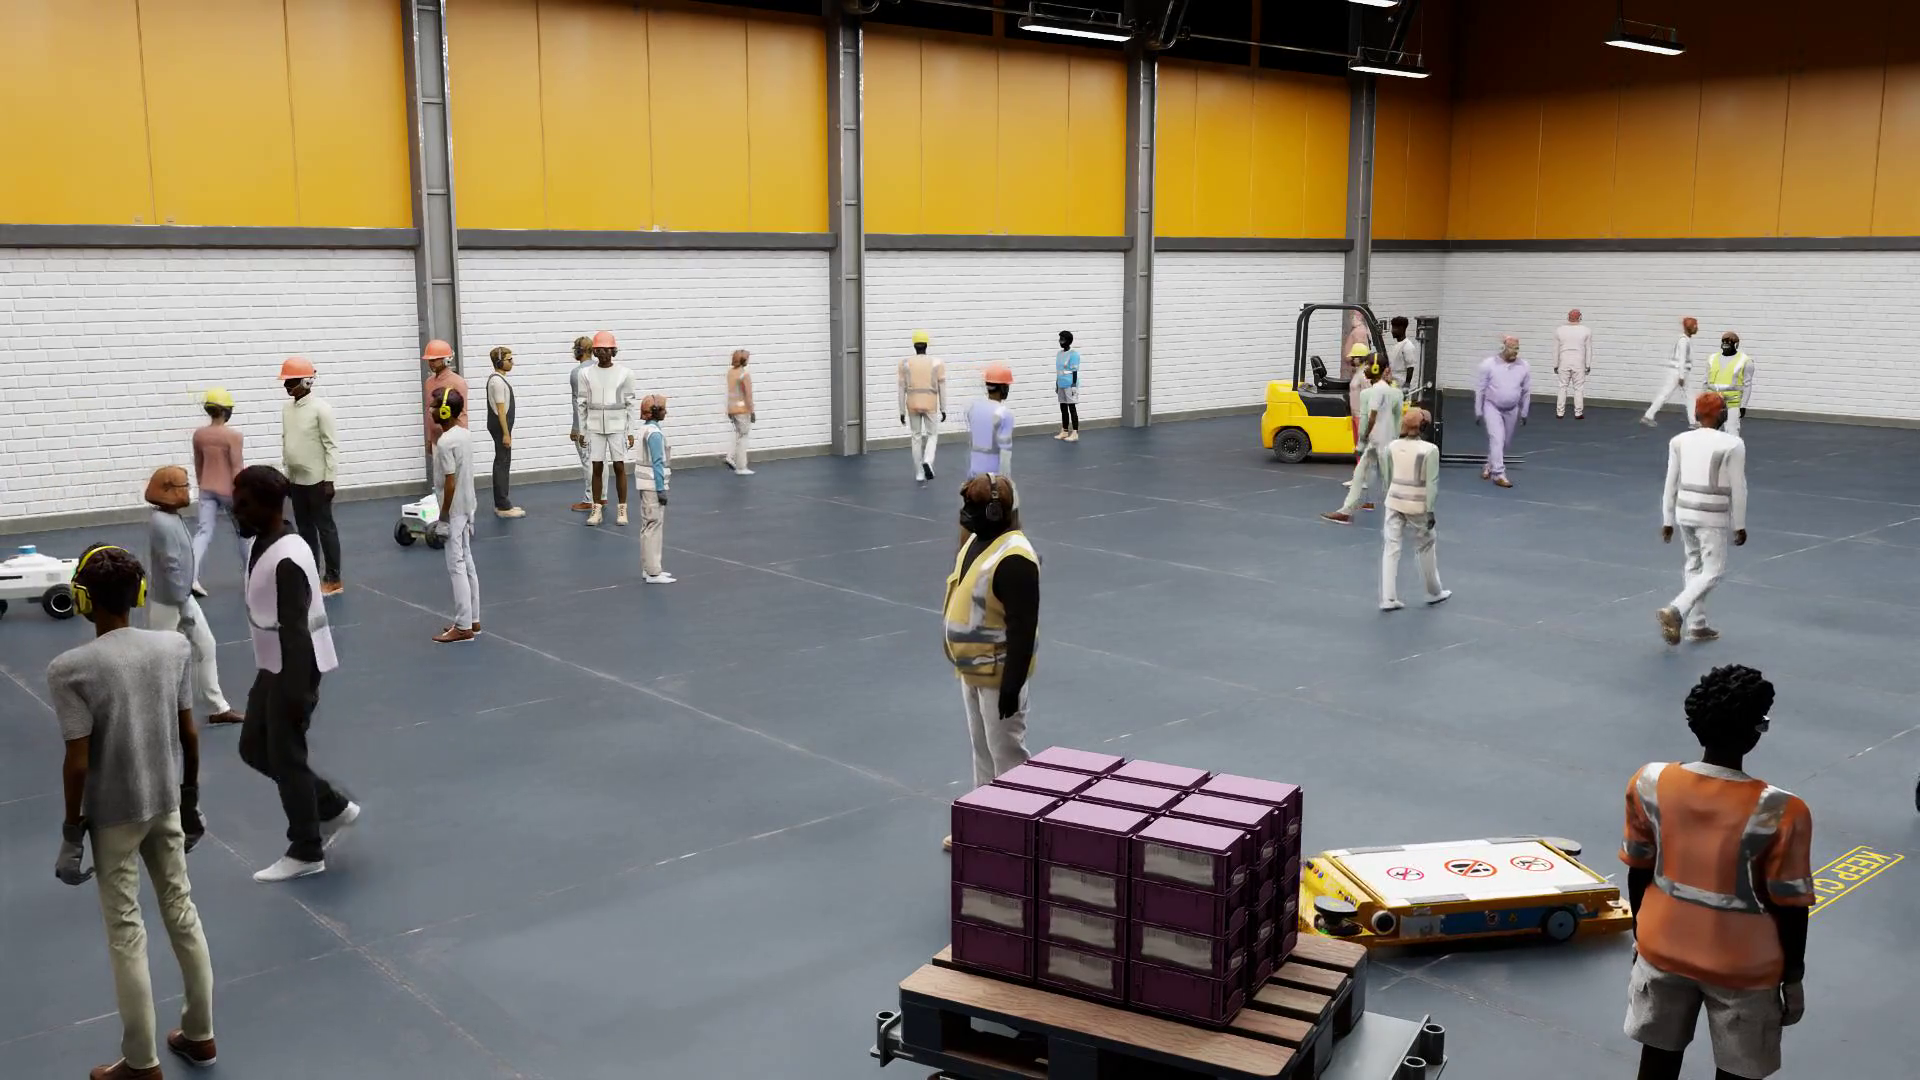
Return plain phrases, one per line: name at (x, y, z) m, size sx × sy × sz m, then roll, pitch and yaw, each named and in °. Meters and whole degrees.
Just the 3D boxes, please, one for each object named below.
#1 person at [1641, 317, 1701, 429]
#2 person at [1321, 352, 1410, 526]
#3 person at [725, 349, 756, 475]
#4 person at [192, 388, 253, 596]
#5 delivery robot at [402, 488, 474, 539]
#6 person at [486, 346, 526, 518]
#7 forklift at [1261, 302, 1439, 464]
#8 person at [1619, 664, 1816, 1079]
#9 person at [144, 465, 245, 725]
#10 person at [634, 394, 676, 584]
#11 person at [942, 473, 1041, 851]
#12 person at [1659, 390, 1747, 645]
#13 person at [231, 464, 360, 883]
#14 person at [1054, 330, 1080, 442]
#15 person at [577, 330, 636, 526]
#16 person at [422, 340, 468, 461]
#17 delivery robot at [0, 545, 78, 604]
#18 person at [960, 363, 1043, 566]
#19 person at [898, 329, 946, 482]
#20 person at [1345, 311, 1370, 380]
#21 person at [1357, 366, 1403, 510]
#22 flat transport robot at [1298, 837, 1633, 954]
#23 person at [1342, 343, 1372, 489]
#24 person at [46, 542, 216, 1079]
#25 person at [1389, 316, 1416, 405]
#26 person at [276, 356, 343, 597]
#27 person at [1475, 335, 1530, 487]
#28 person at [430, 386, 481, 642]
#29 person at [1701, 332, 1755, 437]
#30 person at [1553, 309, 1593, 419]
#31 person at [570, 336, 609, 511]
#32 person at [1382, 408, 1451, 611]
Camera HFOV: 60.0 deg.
person at (11.719, -2.732, 27.216) m, size 1.008 × 1.833 × 0.588 m, roll 6°, pitch 11°, yaw 31°
person at (4.321, -1.036, 17.308) m, size 0.978 × 1.822 × 0.539 m, roll 2°, pitch 10°, yaw 11°
person at (-2.806, -1.643, 21.415) m, size 0.376 × 1.626 × 0.541 m, roll -7°, pitch 12°, yaw -37°
person at (-6.210, -0.405, 13.908) m, size 0.532 × 1.717 × 0.944 m, roll 3°, pitch 10°, yaw 15°
delivery robot at (-5.094, -0.273, 16.255) m, size 0.477 × 0.478 × 0.707 m, roll 5°, pitch 11°, yaw 28°
person at (-4.930, -1.165, 17.978) m, size 0.346 × 1.846 × 0.507 m, roll -4°, pitch 10°, yaw -20°
forklift at (5.320, -2.157, 22.763) m, size 2.313 × 2.155 × 1.214 m, roll 3°, pitch 10°, yaw 16°
person at (2.112, 1.182, 4.673) m, size 0.318 × 1.697 × 0.534 m, roll -9°, pitch 13°, yaw -41°
person at (-4.692, 0.355, 9.784) m, size 0.808 × 1.603 × 0.491 m, roll -3°, pitch 10°, yaw -15°
person at (-2.646, -0.439, 14.358) m, size 0.313 × 1.632 × 0.517 m, roll -4°, pitch 10°, yaw -20°
person at (0.139, 0.606, 7.622) m, size 0.430 × 1.844 × 0.624 m, roll -3°, pitch 10°, yaw -18°
person at (5.291, -0.143, 11.952) m, size 0.734 × 1.863 × 0.575 m, roll -6°, pitch 11°, yaw -30°
person at (-3.043, 0.598, 7.485) m, size 0.440 × 1.903 × 0.622 m, roll -6°, pitch 11°, yaw -31°
person at (1.632, -2.350, 25.366) m, size 0.319 × 1.692 × 0.536 m, roll -6°, pitch 11°, yaw -29°
person at (-3.690, -1.162, 17.372) m, size 0.607 × 2.048 × 0.370 m, roll 0°, pitch 10°, yaw -1°
person at (-5.155, -1.011, 16.669) m, size 0.614 × 1.987 × 0.407 m, roll 7°, pitch 12°, yaw 37°
delivery robot at (-7.253, 0.286, 12.981) m, size 0.707 × 0.478 × 0.477 m, roll -4°, pitch 10°, yaw -20°
person at (0.317, -0.598, 14.559) m, size 0.556 × 1.891 × 0.958 m, roll 8°, pitch 13°, yaw 41°
person at (-0.477, -1.660, 20.660) m, size 0.603 × 1.915 × 0.511 m, roll 0°, pitch 10°, yaw 2°
person at (6.839, -2.986, 28.620) m, size 0.426 × 1.873 × 0.688 m, roll 3°, pitch 10°, yaw 15°
person at (4.655, -1.141, 18.460) m, size 0.501 × 1.631 × 0.285 m, roll 0°, pitch 10°, yaw -2°
flat transport robot at (2.086, 1.489, 7.044) m, size 1.431 × 0.197 × 0.652 m, roll -2°, pitch 10°, yaw -11°
person at (4.826, -1.492, 20.126) m, size 0.331 × 1.768 × 0.527 m, roll 0°, pitch 10°, yaw 2°
person at (-2.800, 0.935, 5.610) m, size 0.325 × 1.871 × 0.516 m, roll 6°, pitch 11°, yaw 30°
person at (6.320, -2.238, 23.906) m, size 0.367 × 1.962 × 0.613 m, roll -1°, pitch 10°, yaw -5°
person at (-5.401, -0.520, 13.764) m, size 0.621 × 1.992 × 0.397 m, roll 6°, pitch 11°, yaw 32°
person at (6.696, -1.614, 20.595) m, size 0.651 × 1.860 × 0.906 m, roll -1°, pitch 10°, yaw -5°
person at (-3.717, -0.187, 12.170) m, size 0.328 × 1.876 × 0.513 m, roll 0°, pitch 10°, yaw 0°
person at (9.840, -1.752, 21.417) m, size 0.429 × 1.847 × 0.627 m, roll -9°, pitch 13°, yaw -42°
person at (10.603, -3.044, 28.797) m, size 0.643 × 1.909 × 0.410 m, roll 5°, pitch 11°, yaw 27°
person at (-4.118, -1.285, 18.405) m, size 0.373 × 1.940 × 0.628 m, roll 3°, pitch 10°, yaw 16°
person at (3.654, -0.251, 13.289) m, size 0.783 × 1.602 × 0.545 m, roll -8°, pitch 13°, yaw -40°
